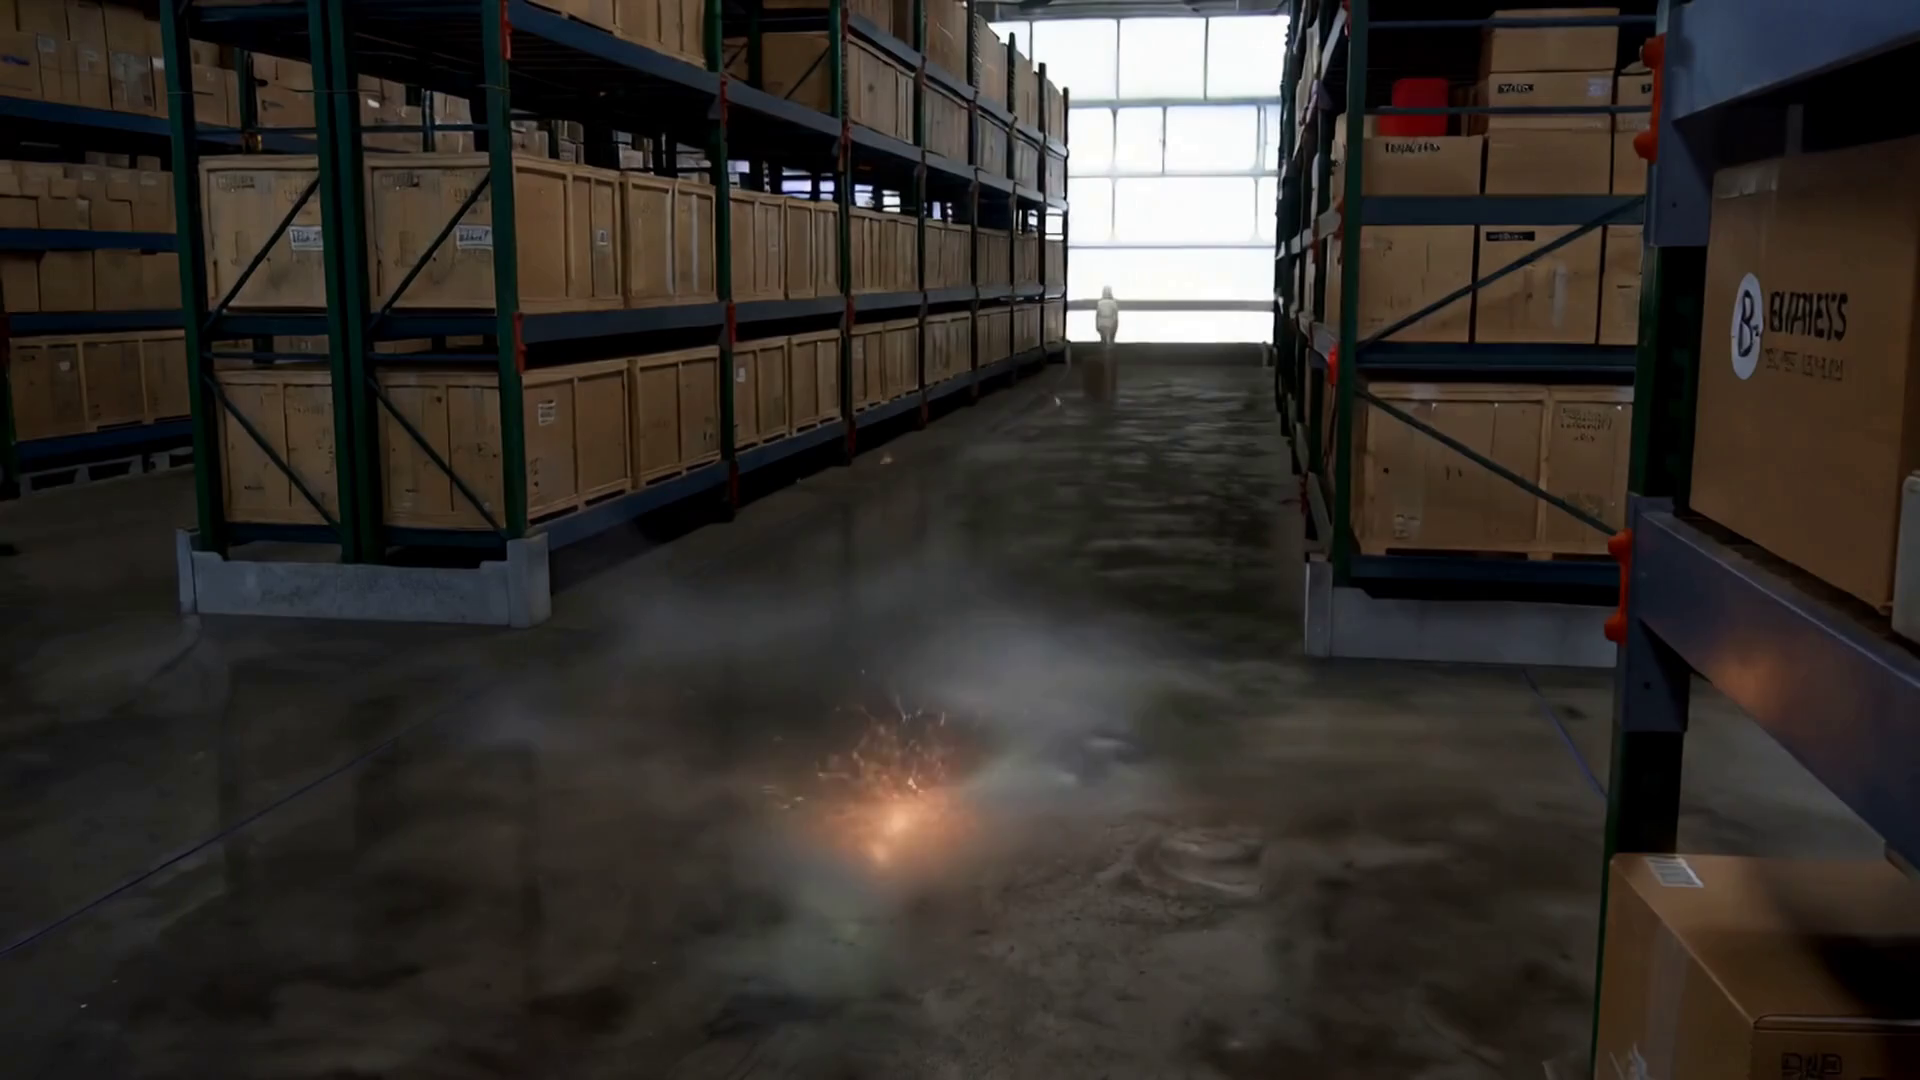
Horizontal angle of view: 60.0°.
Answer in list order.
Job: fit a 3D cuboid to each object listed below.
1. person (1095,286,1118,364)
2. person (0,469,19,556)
[{"bbox_3d":[3.255,-4.777,36.986,0.490,1.696,0.820,0,9,3],"label":"person"},{"bbox_3d":[-7.001,-0.769,11.715,0.569,1.822,0.646,7,12,37],"label":"person"}]
